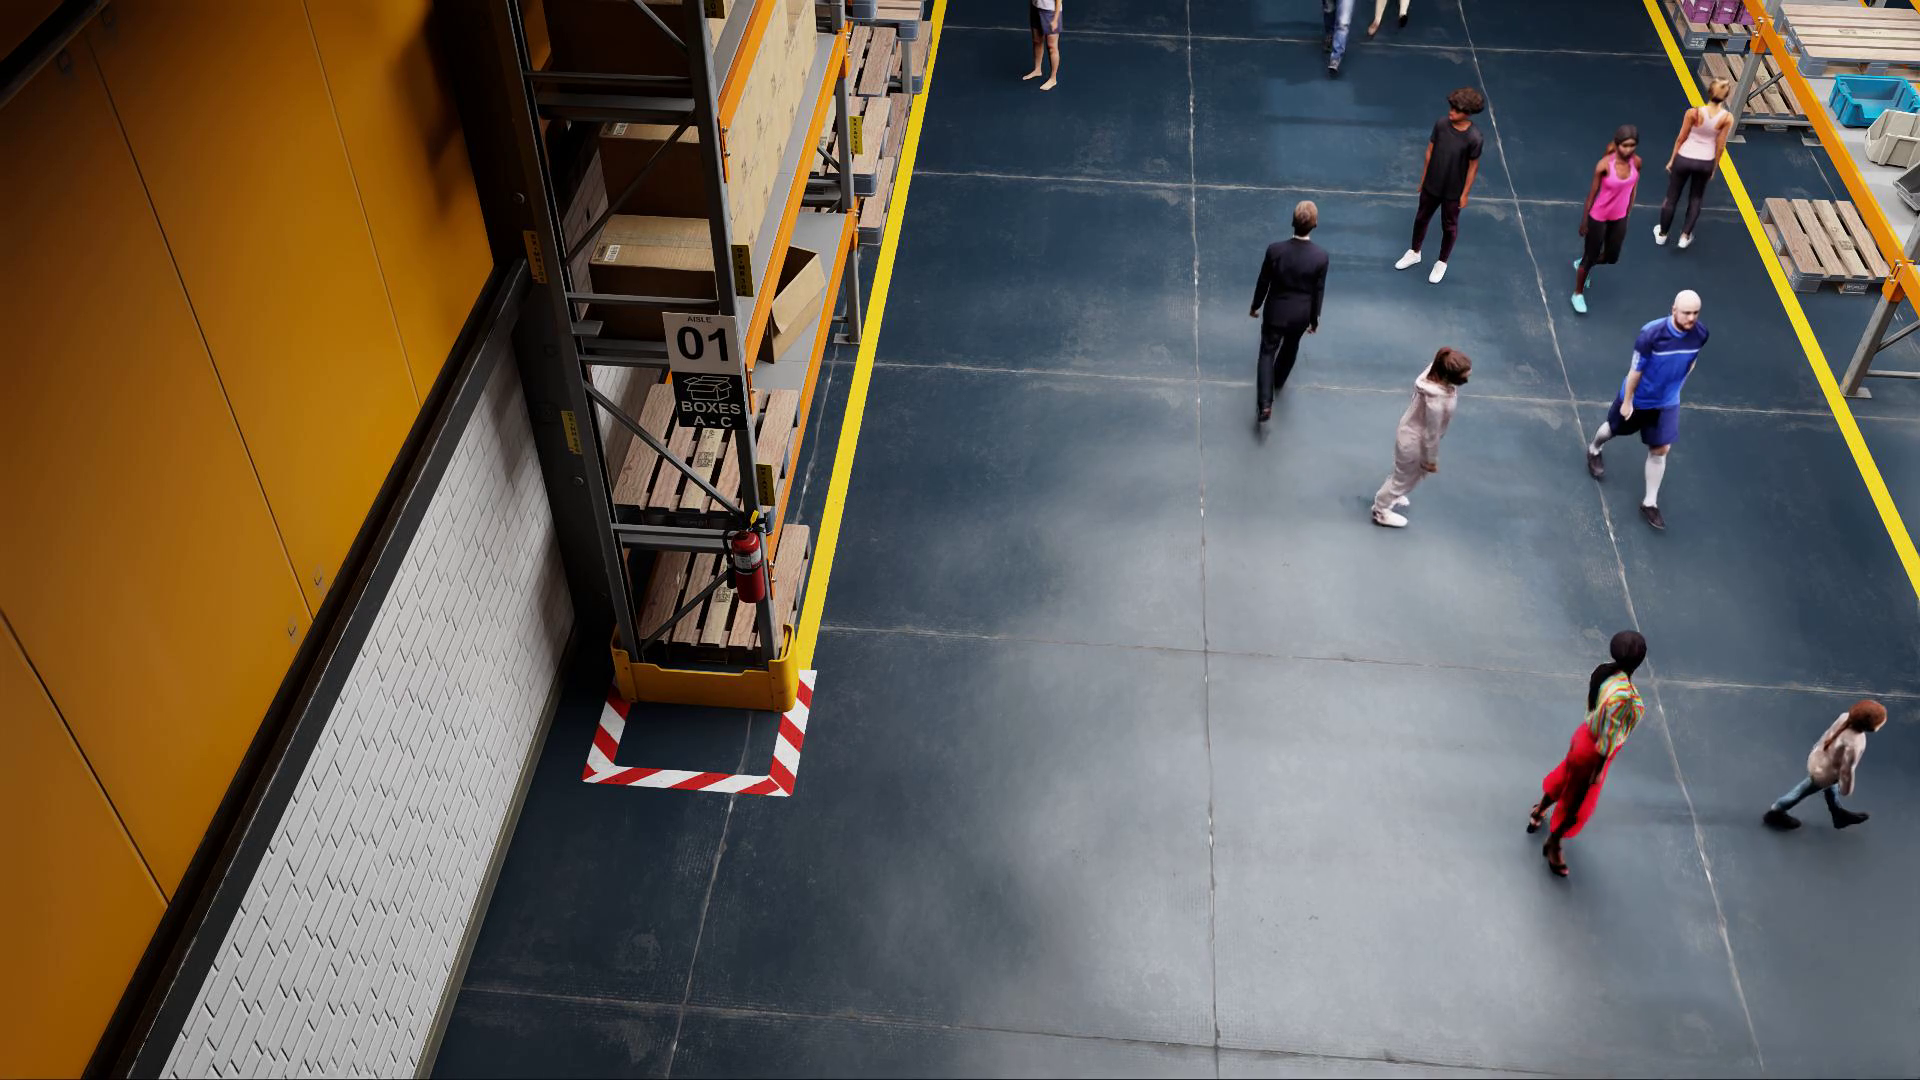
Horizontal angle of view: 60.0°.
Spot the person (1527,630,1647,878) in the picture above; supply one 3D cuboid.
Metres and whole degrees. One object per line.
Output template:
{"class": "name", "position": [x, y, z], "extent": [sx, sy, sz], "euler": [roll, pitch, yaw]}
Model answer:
{"class": "person", "position": [3.618, 1.284, 9.578], "extent": [0.739, 1.764, 0.507], "euler": [16, 46, 16]}

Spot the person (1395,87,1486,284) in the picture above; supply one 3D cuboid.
{"class": "person", "position": [4.133, -3.044, 14.108], "extent": [0.718, 1.781, 0.751], "euler": [32, 52, 29]}

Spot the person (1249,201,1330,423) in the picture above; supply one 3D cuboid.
{"class": "person", "position": [2.495, -1.715, 12.712], "extent": [0.767, 1.783, 1.164], "euler": [7, 44, 8]}

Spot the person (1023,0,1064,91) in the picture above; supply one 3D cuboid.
{"class": "person", "position": [0.853, -5.301, 16.634], "extent": [0.706, 1.566, 0.644], "euler": [-29, 51, -27]}

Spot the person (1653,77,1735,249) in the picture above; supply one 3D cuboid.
{"class": "person", "position": [6.359, -3.272, 14.443], "extent": [0.629, 1.650, 0.616], "euler": [13, 45, 13]}

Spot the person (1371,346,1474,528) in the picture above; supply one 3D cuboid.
{"class": "person", "position": [3.197, -0.742, 11.784], "extent": [0.785, 1.655, 0.646], "euler": [2, 44, 3]}

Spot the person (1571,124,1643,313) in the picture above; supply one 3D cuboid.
{"class": "person", "position": [5.329, -2.714, 13.815], "extent": [0.636, 1.708, 0.749], "euler": [-4, 44, -4]}

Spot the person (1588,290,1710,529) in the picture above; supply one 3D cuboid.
{"class": "person", "position": [4.942, -1.071, 12.027], "extent": [0.805, 1.796, 1.196], "euler": [-4, 44, -4]}

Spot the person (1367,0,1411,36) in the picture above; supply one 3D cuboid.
{"class": "person", "position": [4.566, -6.037, 17.340], "extent": [0.796, 1.657, 0.673], "euler": [4, 44, 5]}

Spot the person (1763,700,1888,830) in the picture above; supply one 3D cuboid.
{"class": "person", "position": [5.133, 1.348, 9.944], "extent": [0.656, 1.166, 0.775], "euler": [11, 45, 11]}

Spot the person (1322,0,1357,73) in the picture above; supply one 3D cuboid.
{"class": "person", "position": [3.880, -5.772, 16.963], "extent": [0.825, 1.793, 1.242], "euler": [11, 45, 11]}
